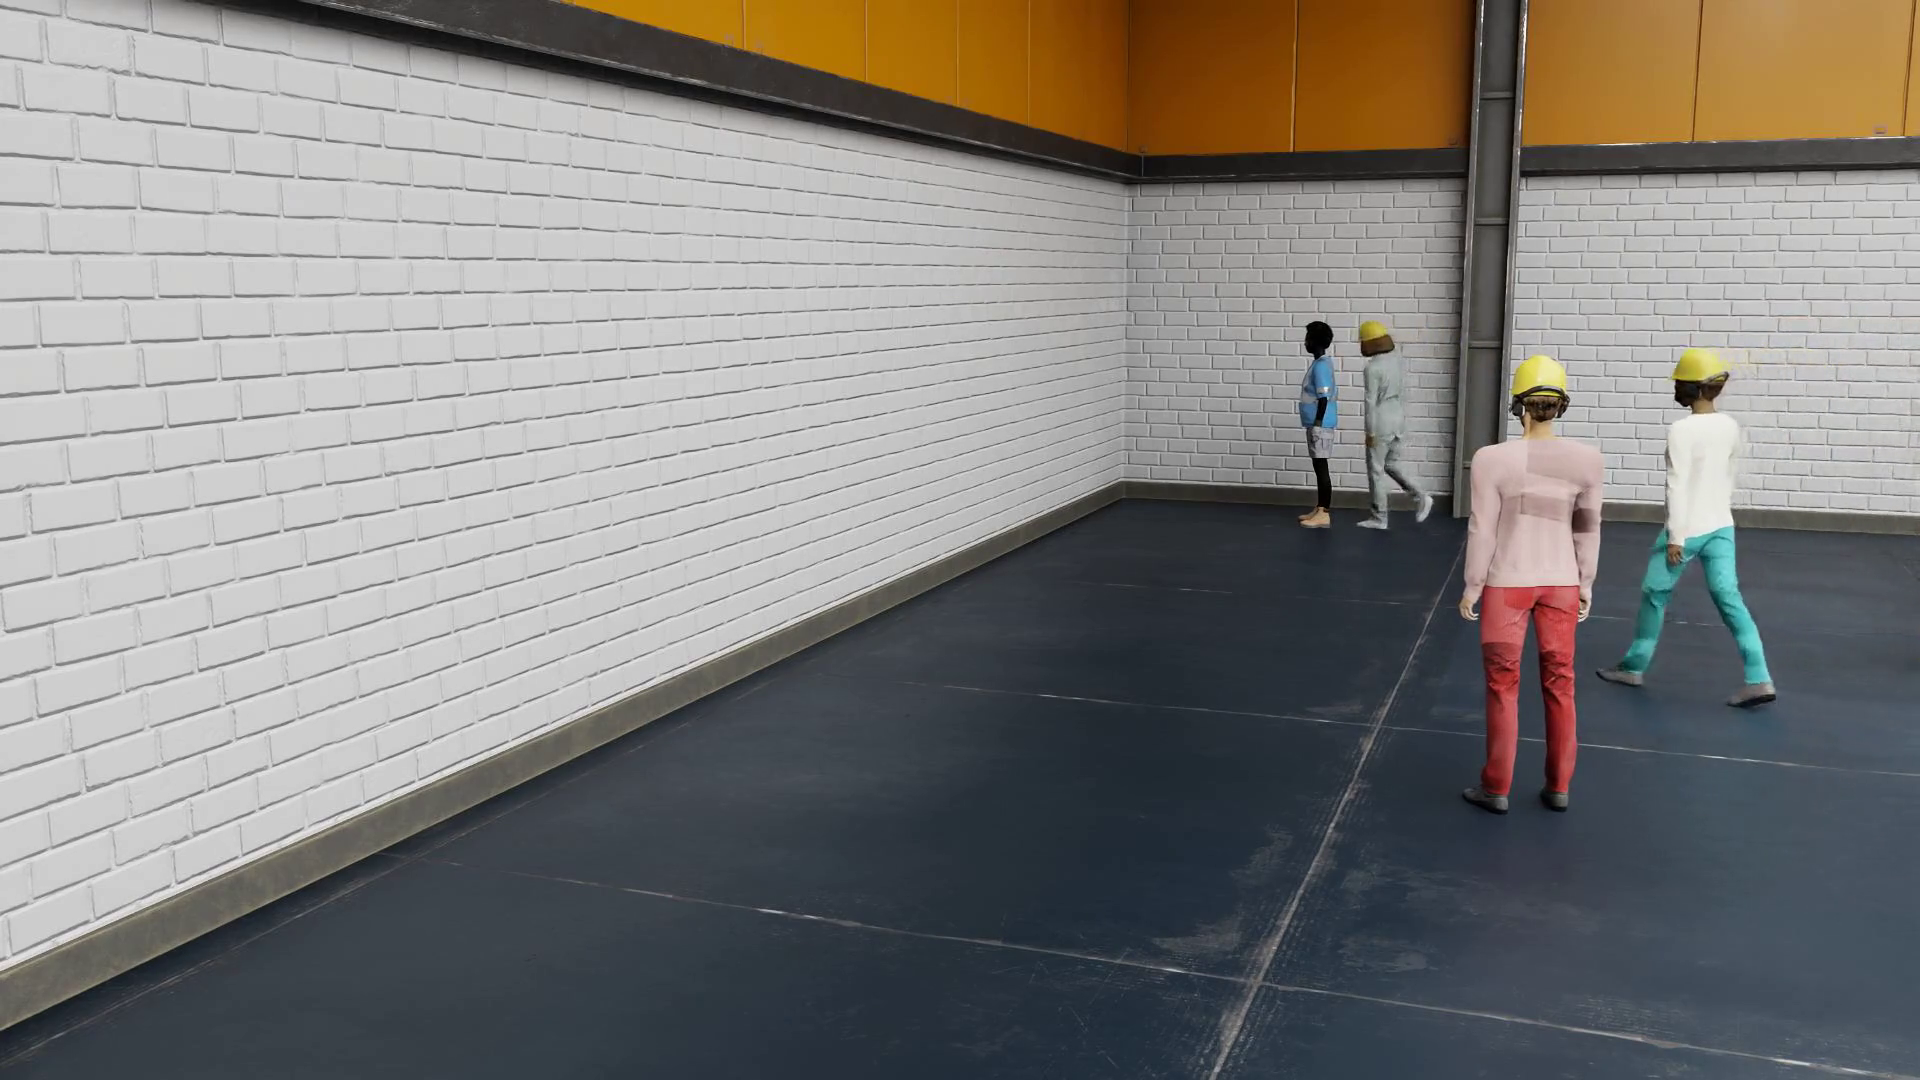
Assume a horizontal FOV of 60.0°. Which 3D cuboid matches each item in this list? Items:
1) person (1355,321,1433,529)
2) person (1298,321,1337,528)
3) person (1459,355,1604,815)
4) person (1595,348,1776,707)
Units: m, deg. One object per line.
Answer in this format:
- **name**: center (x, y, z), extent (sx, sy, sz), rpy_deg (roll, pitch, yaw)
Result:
- **person**: center (3.475, -0.910, 13.423), extent (0.535, 1.702, 0.607), rpy_deg (-8, 12, -42)
- **person**: center (2.940, -0.945, 13.671), extent (0.317, 1.695, 0.540), rpy_deg (2, 9, 12)
- **person**: center (2.185, 0.178, 6.402), extent (0.534, 1.767, 0.313), rpy_deg (-1, 9, -5)
- **person**: center (3.591, -0.065, 8.069), extent (0.534, 1.727, 0.916), rpy_deg (-5, 10, -30)
